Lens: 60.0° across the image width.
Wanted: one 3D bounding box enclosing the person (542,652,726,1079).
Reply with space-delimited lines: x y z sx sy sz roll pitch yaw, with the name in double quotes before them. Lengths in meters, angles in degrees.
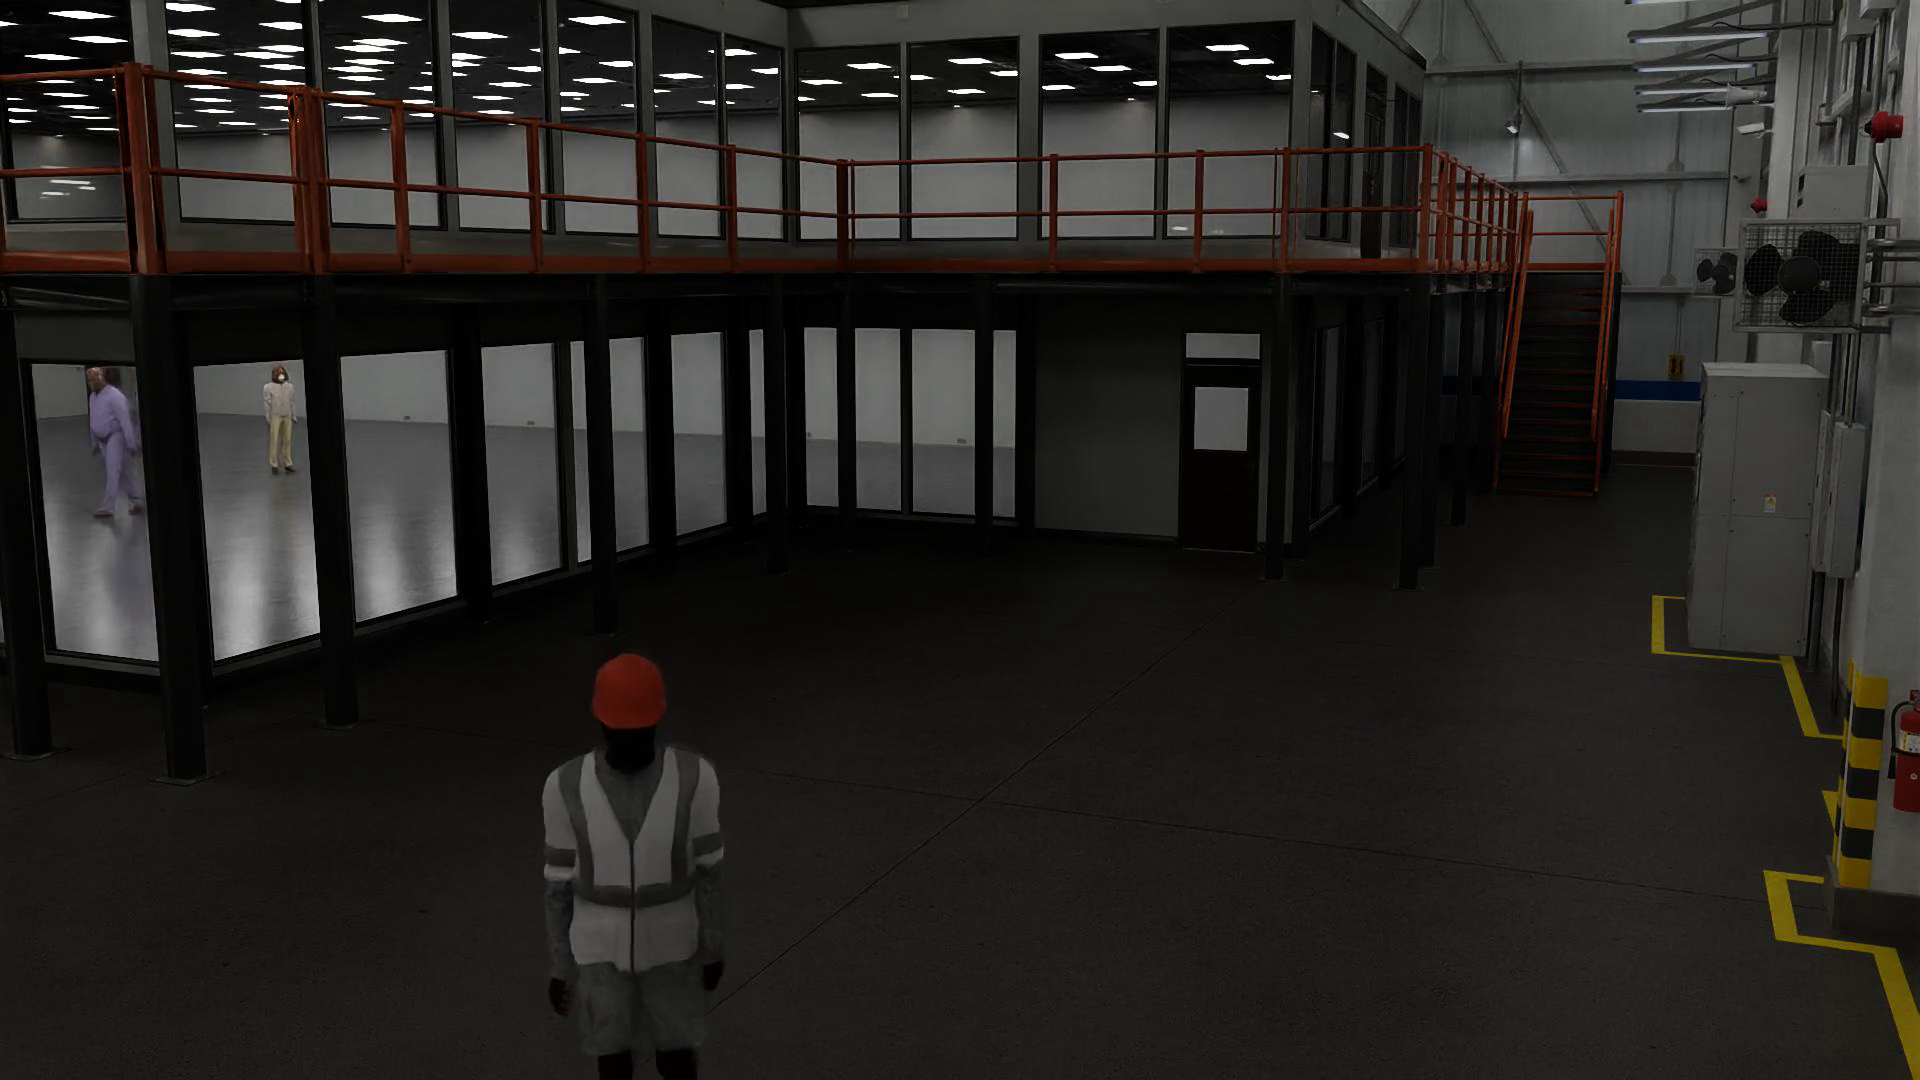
"person" -1.029 1.255 5.313 0.551 1.920 0.683 -1 9 -9
